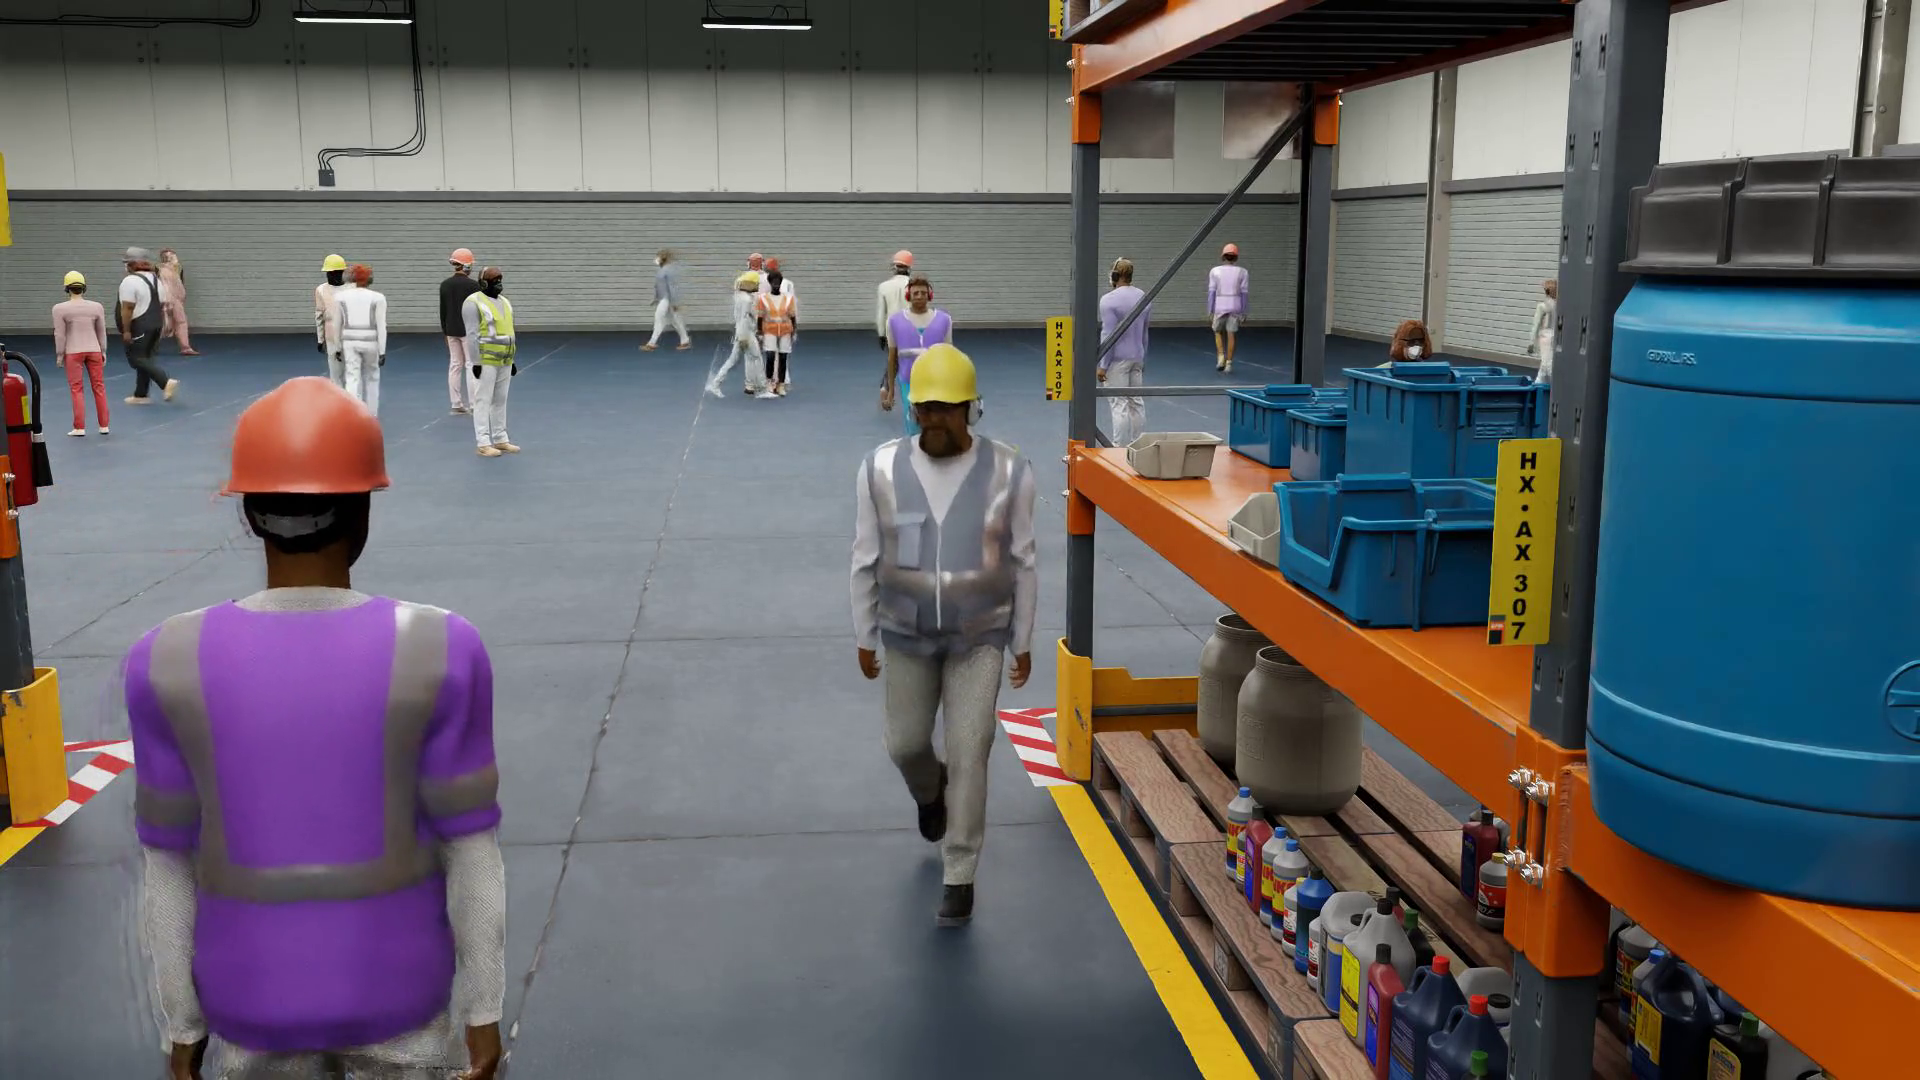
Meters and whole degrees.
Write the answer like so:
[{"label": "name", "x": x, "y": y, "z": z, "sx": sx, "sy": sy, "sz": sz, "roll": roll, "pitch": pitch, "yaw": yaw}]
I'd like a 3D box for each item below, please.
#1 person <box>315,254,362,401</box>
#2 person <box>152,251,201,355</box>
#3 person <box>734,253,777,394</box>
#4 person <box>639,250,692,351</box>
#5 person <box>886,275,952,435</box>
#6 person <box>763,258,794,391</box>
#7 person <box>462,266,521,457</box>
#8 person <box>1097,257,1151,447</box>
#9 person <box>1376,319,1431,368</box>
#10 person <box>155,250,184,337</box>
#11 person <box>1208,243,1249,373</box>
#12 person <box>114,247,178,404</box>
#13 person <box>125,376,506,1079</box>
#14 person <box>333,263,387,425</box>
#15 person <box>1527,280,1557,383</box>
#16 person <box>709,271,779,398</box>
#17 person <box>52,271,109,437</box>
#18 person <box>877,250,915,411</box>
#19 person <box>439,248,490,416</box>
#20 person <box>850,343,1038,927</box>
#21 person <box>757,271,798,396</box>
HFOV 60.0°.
[{"label": "person", "x": -7.290, "y": -2.390, "z": 19.595, "sx": 0.593, "sy": 1.922, "sz": 0.378, "roll": 0, "pitch": 10, "yaw": 2}, {"label": "person", "x": -14.197, "y": -4.244, "z": 29.882, "sx": 0.812, "sy": 1.878, "sz": 0.652, "roll": -5, "pitch": 11, "yaw": -24}, {"label": "person", "x": -2.754, "y": -2.940, "z": 22.652, "sx": 0.638, "sy": 1.911, "sz": 0.406, "roll": -2, "pitch": 11, "yaw": -11}, {"label": "person", "x": -5.521, "y": -4.496, "z": 31.272, "sx": 1.064, "sy": 1.891, "sz": 0.632, "roll": -5, "pitch": 11, "yaw": -26}, {"label": "person", "x": -0.345, "y": -1.351, "z": 14.207, "sx": 0.579, "sy": 1.815, "sz": 0.859, "roll": -2, "pitch": 11, "yaw": -11}, {"label": "person", "x": -2.597, "y": -3.006, "z": 23.225, "sx": 0.573, "sy": 1.832, "sz": 0.948, "roll": -9, "pitch": 14, "yaw": -41}, {"label": "person", "x": -4.568, "y": -1.747, "z": 16.296, "sx": 0.430, "sy": 1.845, "sz": 0.619, "roll": 4, "pitch": 11, "yaw": 22}, {"label": "person", "x": 1.515, "y": -1.648, "z": 15.489, "sx": 0.628, "sy": 1.939, "sz": 0.375, "roll": -10, "pitch": 14, "yaw": -43}, {"label": "person", "x": 2.740, "y": -0.540, "z": 10.249, "sx": 0.506, "sy": 1.631, "sz": 0.281, "roll": -3, "pitch": 11, "yaw": -16}, {"label": "person", "x": -16.946, "y": -5.276, "z": 35.640, "sx": 0.429, "sy": 1.843, "sz": 0.627, "roll": 7, "pitch": 12, "yaw": 33}, {"label": "person", "x": 4.214, "y": -3.637, "z": 26.152, "sx": 0.631, "sy": 2.020, "sz": 0.539, "roll": 1, "pitch": 10, "yaw": 4}, {"label": "person", "x": -10.321, "y": -2.720, "z": 21.085, "sx": 0.770, "sy": 2.000, "sz": 0.689, "roll": 1, "pitch": 10, "yaw": 7}, {"label": "person", "x": -0.993, "y": 0.713, "z": 2.610, "sx": 0.544, "sy": 1.922, "sz": 0.571, "roll": -2, "pitch": 11, "yaw": -11}, {"label": "person", "x": -6.632, "y": -2.128, "z": 18.373, "sx": 0.622, "sy": 1.849, "sz": 0.941, "roll": -2, "pitch": 10, "yaw": -8}, {"label": "person", "x": 7.348, "y": -2.447, "z": 20.802, "sx": 0.533, "sy": 1.588, "sz": 0.853, "roll": -6, "pitch": 12, "yaw": -28}, {"label": "person", "x": -2.893, "y": -2.702, "z": 21.945, "sx": 0.887, "sy": 1.692, "sz": 0.495, "roll": -3, "pitch": 11, "yaw": -15}, {"label": "person", "x": -9.424, "y": -1.991, "z": 17.844, "sx": 0.309, "sy": 1.769, "sz": 0.525, "roll": 9, "pitch": 14, "yaw": 41}, {"label": "person", "x": -0.710, "y": -2.489, "z": 20.007, "sx": 0.621, "sy": 1.974, "sz": 0.741, "roll": 4, "pitch": 11, "yaw": 19}, {"label": "person", "x": -5.915, "y": -2.473, "z": 19.857, "sx": 0.612, "sy": 1.994, "sz": 0.395, "roll": 5, "pitch": 11, "yaw": 25}, {"label": "person", "x": -0.046, "y": 0.265, "z": 5.361, "sx": 0.599, "sy": 1.812, "sz": 0.700, "roll": 1, "pitch": 10, "yaw": 6}, {"label": "person", "x": -2.441, "y": -2.752, "z": 22.239, "sx": 0.551, "sy": 1.673, "sz": 0.383, "roll": -3, "pitch": 11, "yaw": -18}]
